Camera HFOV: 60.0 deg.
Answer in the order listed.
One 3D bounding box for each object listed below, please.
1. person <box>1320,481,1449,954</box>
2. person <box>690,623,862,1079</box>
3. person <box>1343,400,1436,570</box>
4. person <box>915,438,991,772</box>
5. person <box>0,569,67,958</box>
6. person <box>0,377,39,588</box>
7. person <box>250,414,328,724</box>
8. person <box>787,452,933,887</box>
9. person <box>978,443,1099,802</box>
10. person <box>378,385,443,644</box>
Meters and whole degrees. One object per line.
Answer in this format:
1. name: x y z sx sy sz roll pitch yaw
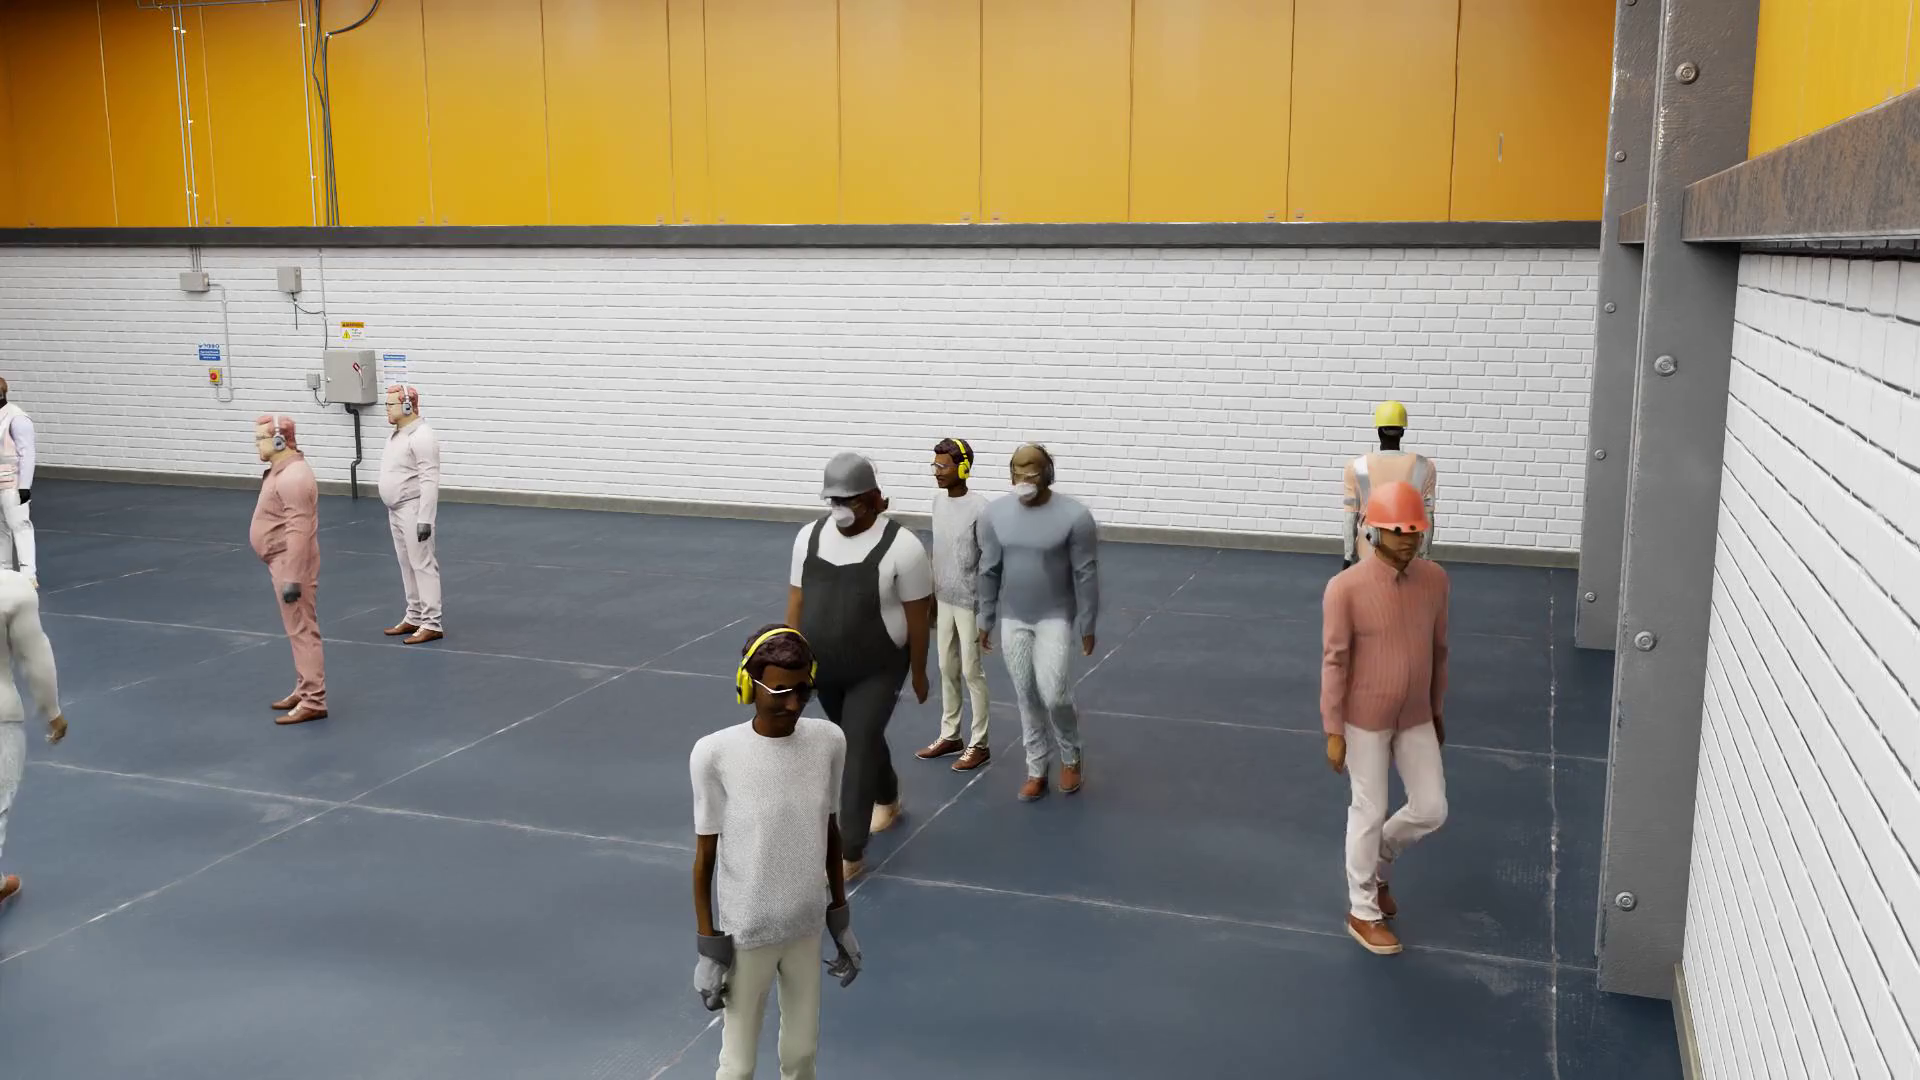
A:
1. person: 1.765 0.730 6.884 0.641 1.974 0.446 -4 11 -21
2. person: -0.525 1.153 4.827 0.521 1.865 0.328 -6 12 -32
3. person: 2.778 0.055 10.825 0.587 1.928 0.362 1 10 7
4. person: -0.010 0.356 9.302 0.310 1.868 0.532 -8 13 -40
5. person: -4.140 0.769 6.919 0.641 1.899 1.011 -2 10 -9
6. person: -8.103 -0.471 14.048 0.640 1.843 0.429 4 11 21
7. person: -4.139 0.171 10.240 0.403 1.904 0.651 -4 11 -23
8. person: -0.486 0.513 7.930 0.678 2.000 1.055 6 12 29
9. person: 0.399 0.436 8.711 0.633 1.918 0.422 5 11 27
10. person: -4.075 -0.194 12.291 0.409 1.907 0.651 -8 13 -38
